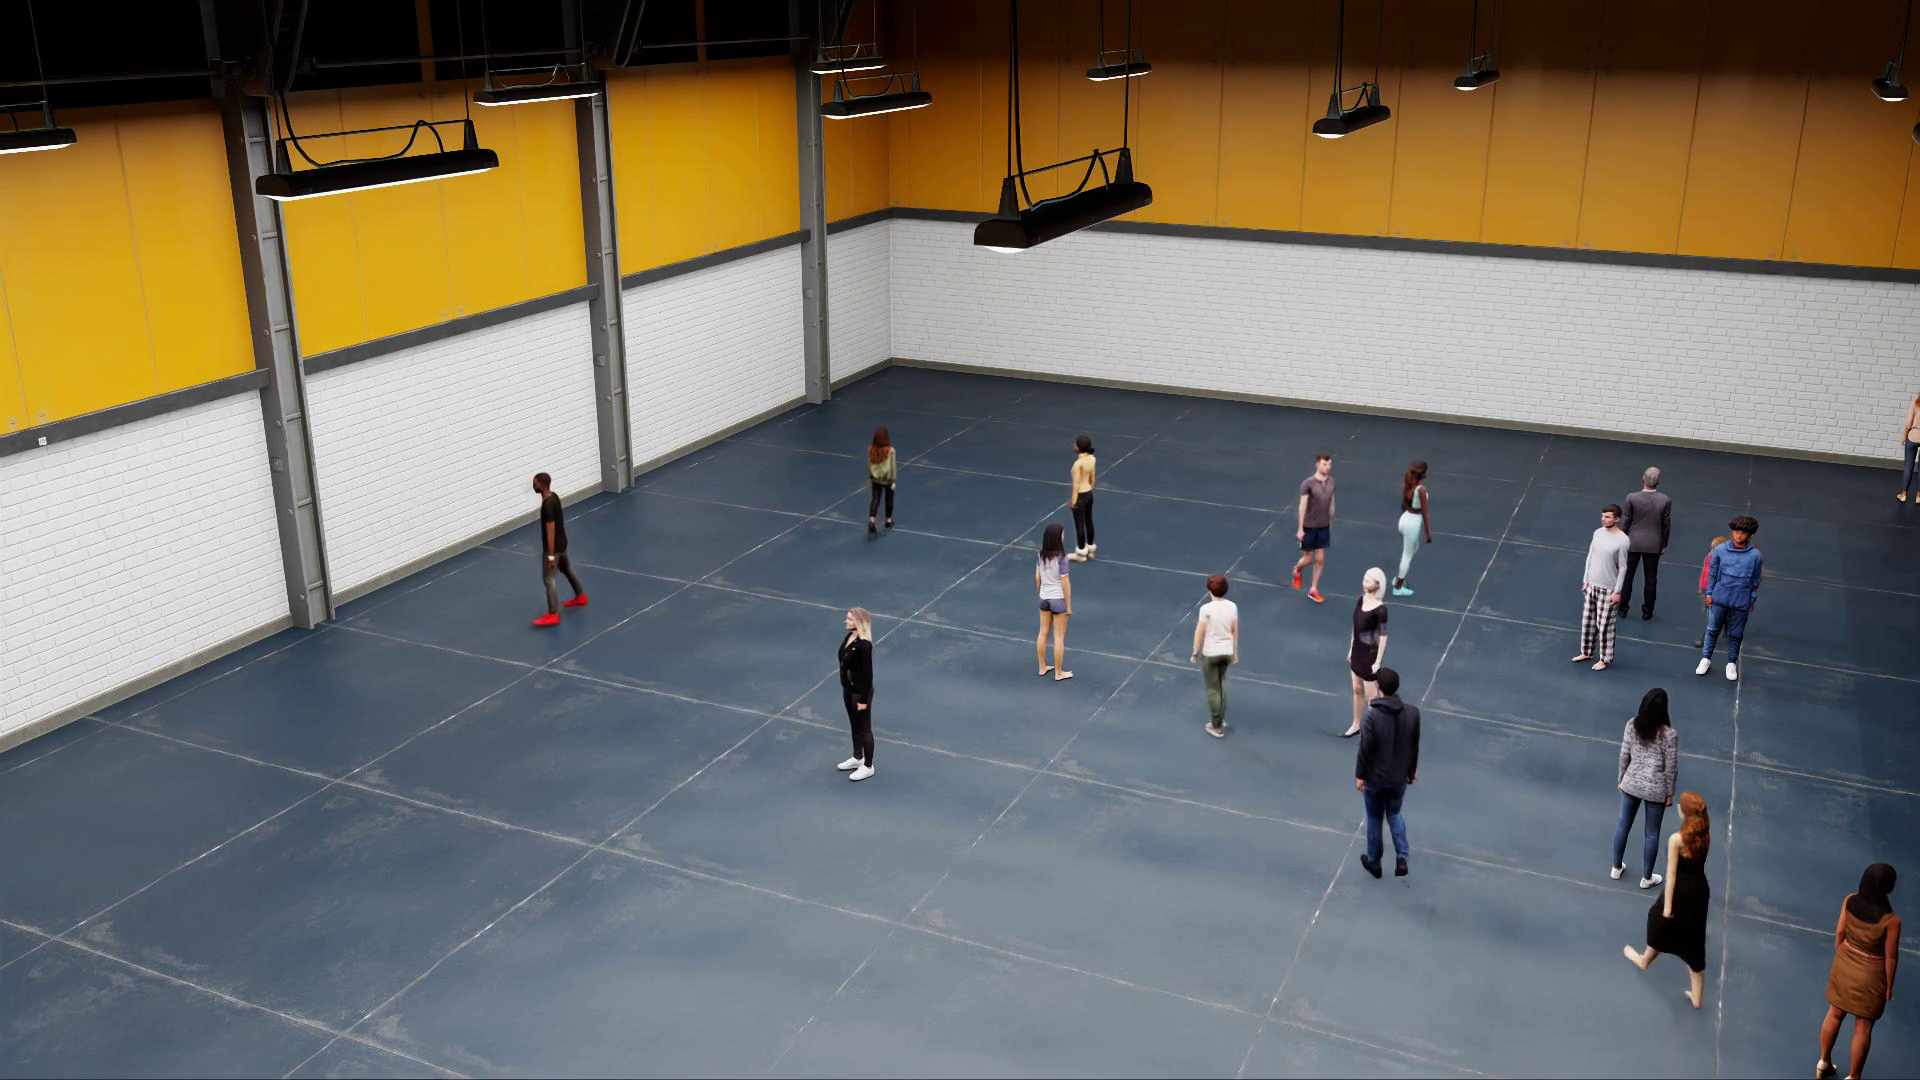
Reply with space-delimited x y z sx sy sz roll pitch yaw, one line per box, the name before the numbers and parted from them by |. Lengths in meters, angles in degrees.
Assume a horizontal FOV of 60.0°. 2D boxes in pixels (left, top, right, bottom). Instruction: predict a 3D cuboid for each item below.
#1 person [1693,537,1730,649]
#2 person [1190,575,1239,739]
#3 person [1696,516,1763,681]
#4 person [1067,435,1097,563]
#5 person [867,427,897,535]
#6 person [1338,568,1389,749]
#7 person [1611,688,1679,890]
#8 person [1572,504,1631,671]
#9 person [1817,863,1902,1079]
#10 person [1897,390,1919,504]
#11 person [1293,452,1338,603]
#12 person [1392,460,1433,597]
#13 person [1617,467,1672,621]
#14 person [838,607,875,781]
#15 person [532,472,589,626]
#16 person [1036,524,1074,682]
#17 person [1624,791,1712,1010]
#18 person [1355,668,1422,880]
person | 8.543 0.574 18.722 0.855 1.295 0.797 -7 20 -20
person | 2.575 1.172 16.406 0.729 1.640 0.791 -8 20 -22
person | 8.282 0.599 17.843 0.677 1.809 0.551 9 21 26
person | 1.592 -0.553 21.495 0.708 1.660 0.565 15 24 37
person | -1.078 -0.782 22.503 0.666 1.450 0.990 5 19 15
person | 3.965 1.138 16.207 0.703 1.829 0.656 -8 20 -22
person | 5.649 2.027 13.722 0.670 1.732 0.628 17 25 40
person | 7.009 0.491 18.102 0.724 1.847 0.705 -10 21 -28
person | 6.028 2.920 11.139 0.685 1.689 0.651 -10 21 -26
person | 13.777 -1.422 23.870 0.581 1.792 0.509 8 20 23
person | 4.255 -0.177 20.102 0.915 1.838 0.976 -6 20 -19
person | 5.390 -0.130 20.153 0.744 1.714 0.673 -5 19 -14
person | 8.005 0.028 19.484 0.746 1.842 0.660 5 19 14
person | -0.943 1.419 15.599 0.721 1.687 0.686 -9 21 -26
person | -4.734 0.091 19.416 1.091 1.767 0.952 -1 19 -2
person | 1.002 0.648 17.812 0.642 1.734 0.611 17 25 40
person | 5.309 2.649 12.094 1.001 1.592 1.069 -5 19 -16
person | 3.543 1.973 13.652 0.937 1.879 1.007 -4 19 -13
